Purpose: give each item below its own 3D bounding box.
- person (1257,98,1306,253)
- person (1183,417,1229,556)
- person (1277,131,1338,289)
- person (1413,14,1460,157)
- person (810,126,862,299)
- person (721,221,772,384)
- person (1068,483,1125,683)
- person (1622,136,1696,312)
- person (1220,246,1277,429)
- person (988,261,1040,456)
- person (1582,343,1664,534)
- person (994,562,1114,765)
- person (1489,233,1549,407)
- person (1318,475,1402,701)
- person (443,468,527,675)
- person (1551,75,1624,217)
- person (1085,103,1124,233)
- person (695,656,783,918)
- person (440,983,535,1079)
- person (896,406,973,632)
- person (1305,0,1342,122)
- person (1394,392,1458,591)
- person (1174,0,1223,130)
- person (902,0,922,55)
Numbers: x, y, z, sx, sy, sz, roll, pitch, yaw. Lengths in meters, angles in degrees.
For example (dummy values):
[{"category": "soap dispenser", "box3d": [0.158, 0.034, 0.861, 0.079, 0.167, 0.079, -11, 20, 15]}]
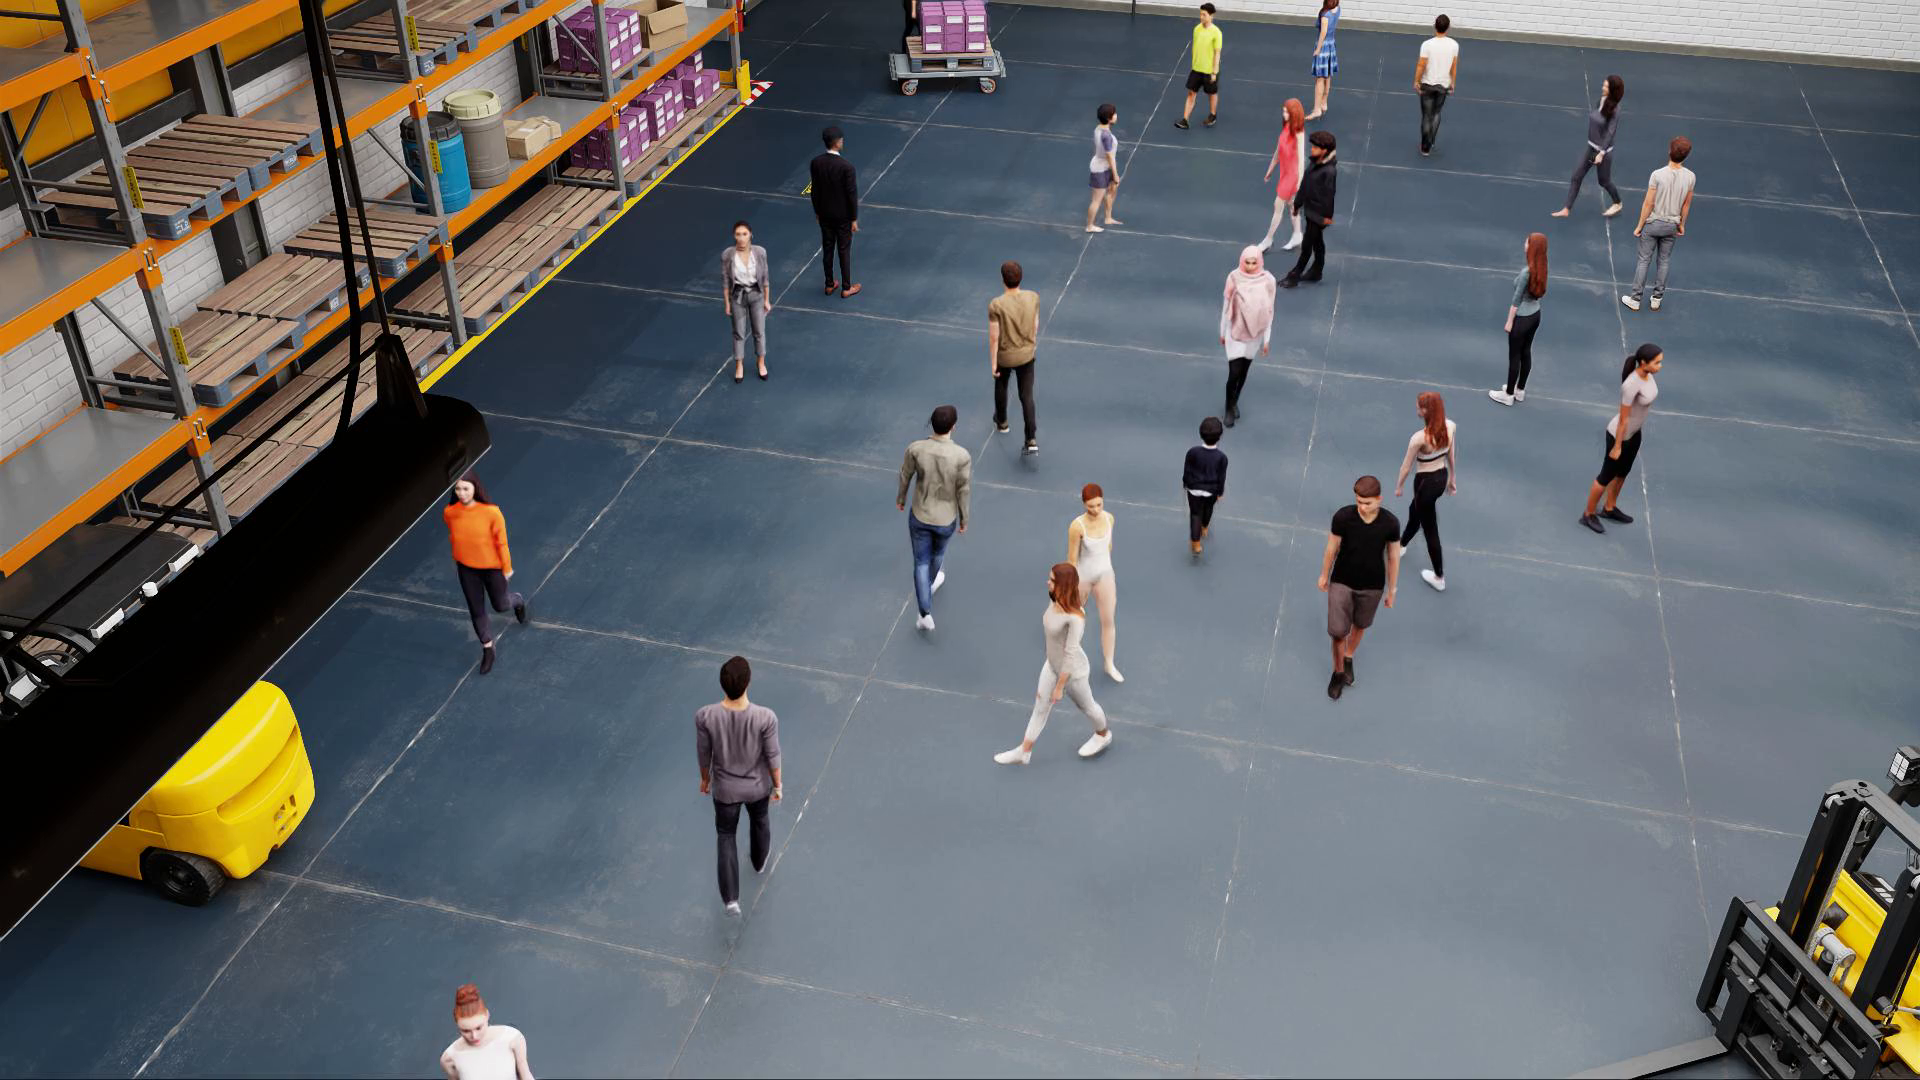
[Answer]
[{"category": "person", "box3d": [3.851, -4.149, 18.983, 0.894, 1.801, 0.922, -5, 34, -7]}, {"category": "person", "box3d": [2.045, -0.433, 13.931, 0.579, 1.205, 0.860, 3, 34, 4]}, {"category": "person", "box3d": [3.991, -3.630, 18.247, 0.969, 1.752, 0.956, -11, 35, -16]}, {"category": "person", "box3d": [6.186, -5.876, 21.588, 0.734, 1.794, 0.762, -1, 34, -1]}, {"category": "person", "box3d": [-1.356, -3.544, 18.003, 0.730, 1.878, 0.615, 15, 36, 21]}, {"category": "person", "box3d": [-2.100, -2.356, 16.397, 0.715, 1.678, 0.731, -7, 34, -10]}, {"category": "person", "box3d": [0.924, 0.245, 12.547, 1.008, 1.608, 1.076, -18, 38, -25]}, {"category": "person", "box3d": [7.463, -3.359, 17.710, 0.717, 1.895, 0.628, 1, 34, 1]}, {"category": "person", "box3d": [2.679, -1.976, 15.727, 0.732, 1.787, 0.797, -1, 34, -1]}, {"category": "person", "box3d": [0.536, -1.630, 15.179, 1.055, 1.817, 1.312, -7, 34, -11]}, {"category": "person", "box3d": [5.624, -0.896, 14.143, 0.769, 1.742, 0.664, 26, 42, 34]}, {"category": "person", "box3d": [0.822, 0.879, 11.538, 1.110, 1.669, 1.132, -13, 36, -18]}, {"category": "person", "box3d": [5.424, -2.116, 15.978, 0.622, 1.741, 0.708, -26, 42, -34]}, {"category": "person", "box3d": [2.953, 0.251, 12.330, 0.747, 1.838, 0.795, 5, 34, 7]}, {"category": "person", "box3d": [-3.583, 0.158, 12.563, 0.685, 1.736, 0.935, 5, 34, 7]}, {"category": "person", "box3d": [7.701, -4.647, 19.798, 1.077, 1.728, 1.164, -9, 35, -14]}, {"category": "person", "box3d": [1.605, -4.342, 19.505, 0.747, 1.545, 0.720, -2, 34, -2]}, {"category": "person", "box3d": [-1.383, 1.555, 10.380, 0.881, 1.826, 1.138, 0, 34, 0]}, {"category": "person", "box3d": [-2.334, 2.867, 8.456, 0.955, 1.769, 1.083, -12, 35, -17]}, {"category": "person", "box3d": [-0.219, -0.138, 12.915, 0.884, 1.839, 1.180, 1, 34, 1]}, {"category": "person", "box3d": [4.978, -6.664, 22.761, 0.785, 1.806, 0.605, 18, 38, 25]}, {"category": "person", "box3d": [3.822, -0.350, 13.348, 1.048, 1.713, 1.095, -16, 37, -23]}, {"category": "person", "box3d": [3.362, -6.397, 22.490, 0.954, 1.663, 1.161, 26, 41, 33]}, {"category": "person", "box3d": [-0.787, -7.955, 24.866, 0.864, 1.628, 0.854, -9, 35, -13]}]
